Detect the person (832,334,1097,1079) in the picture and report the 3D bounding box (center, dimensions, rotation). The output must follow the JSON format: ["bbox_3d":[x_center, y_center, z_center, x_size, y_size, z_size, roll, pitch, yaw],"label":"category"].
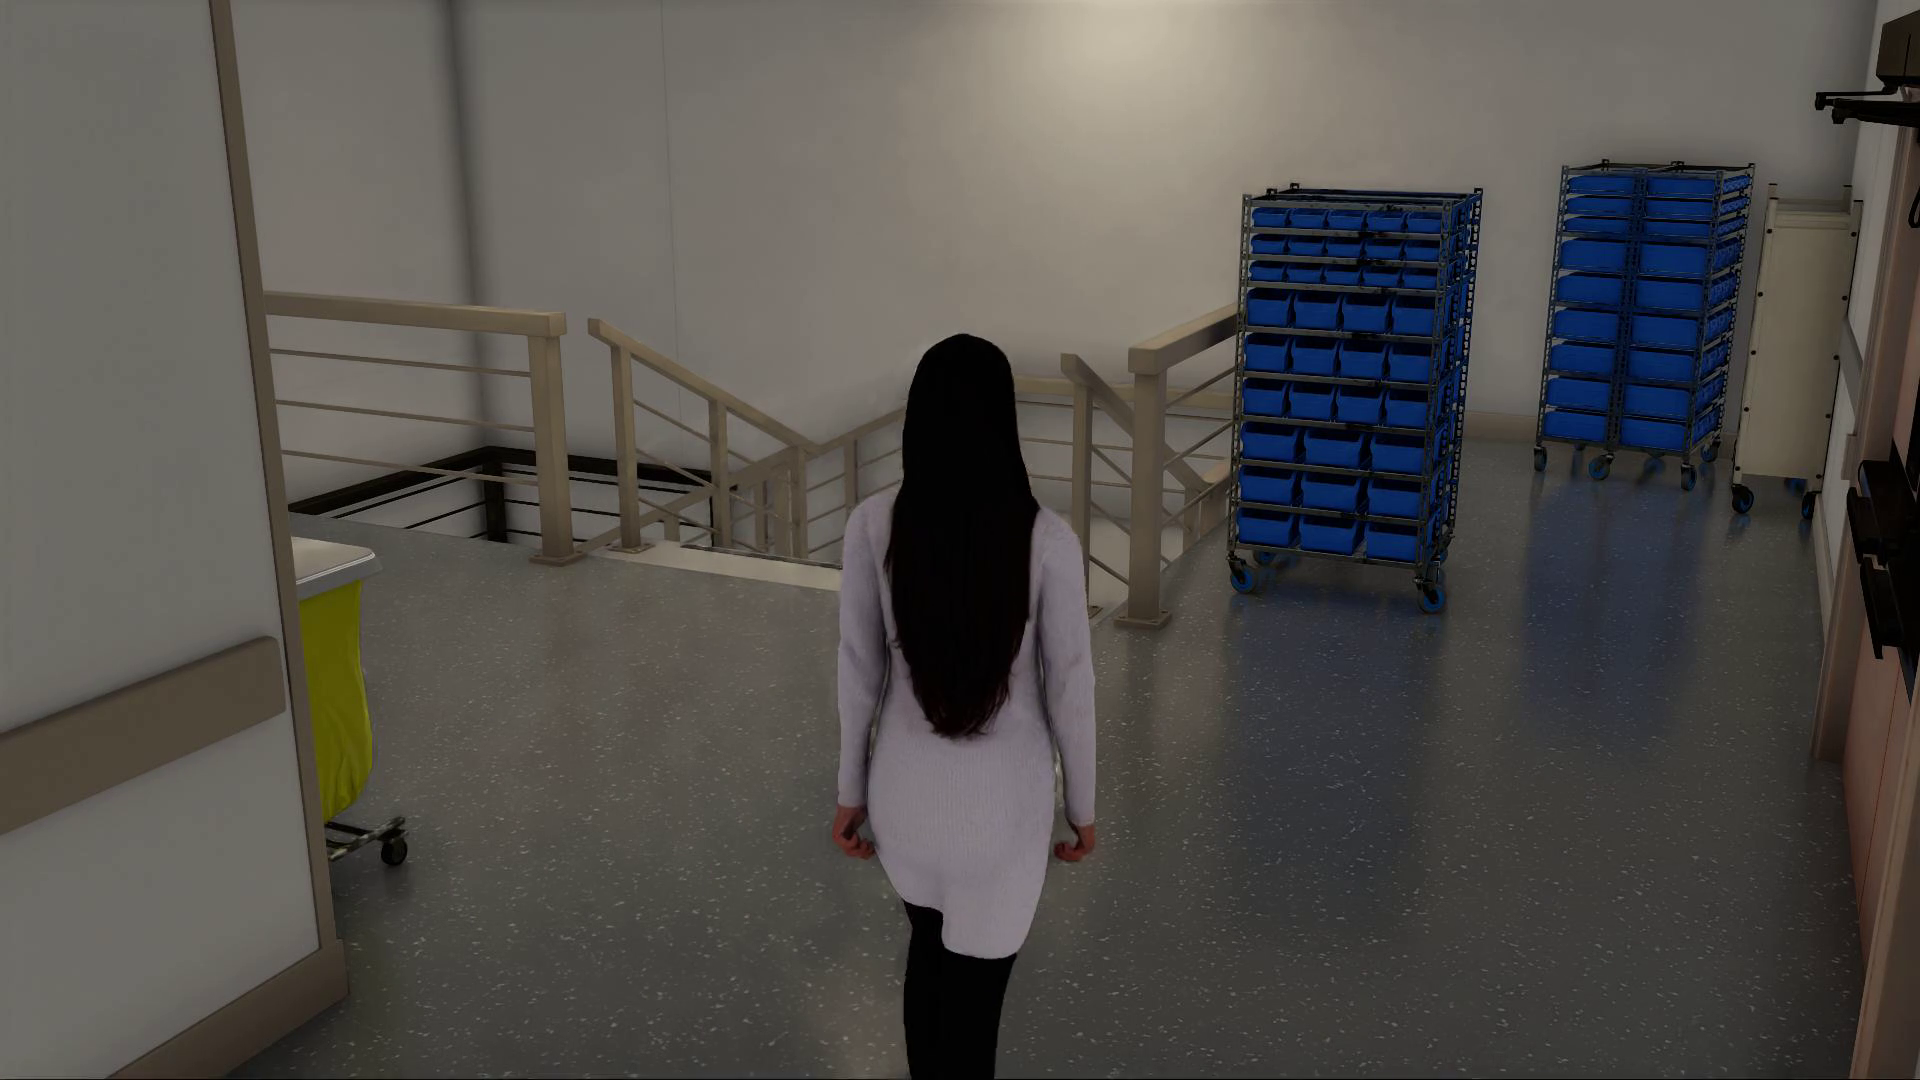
[{"bbox_3d":[-0.041,0.546,3.027,0.672,1.789,0.718,5,16,17],"label":"person"}]
